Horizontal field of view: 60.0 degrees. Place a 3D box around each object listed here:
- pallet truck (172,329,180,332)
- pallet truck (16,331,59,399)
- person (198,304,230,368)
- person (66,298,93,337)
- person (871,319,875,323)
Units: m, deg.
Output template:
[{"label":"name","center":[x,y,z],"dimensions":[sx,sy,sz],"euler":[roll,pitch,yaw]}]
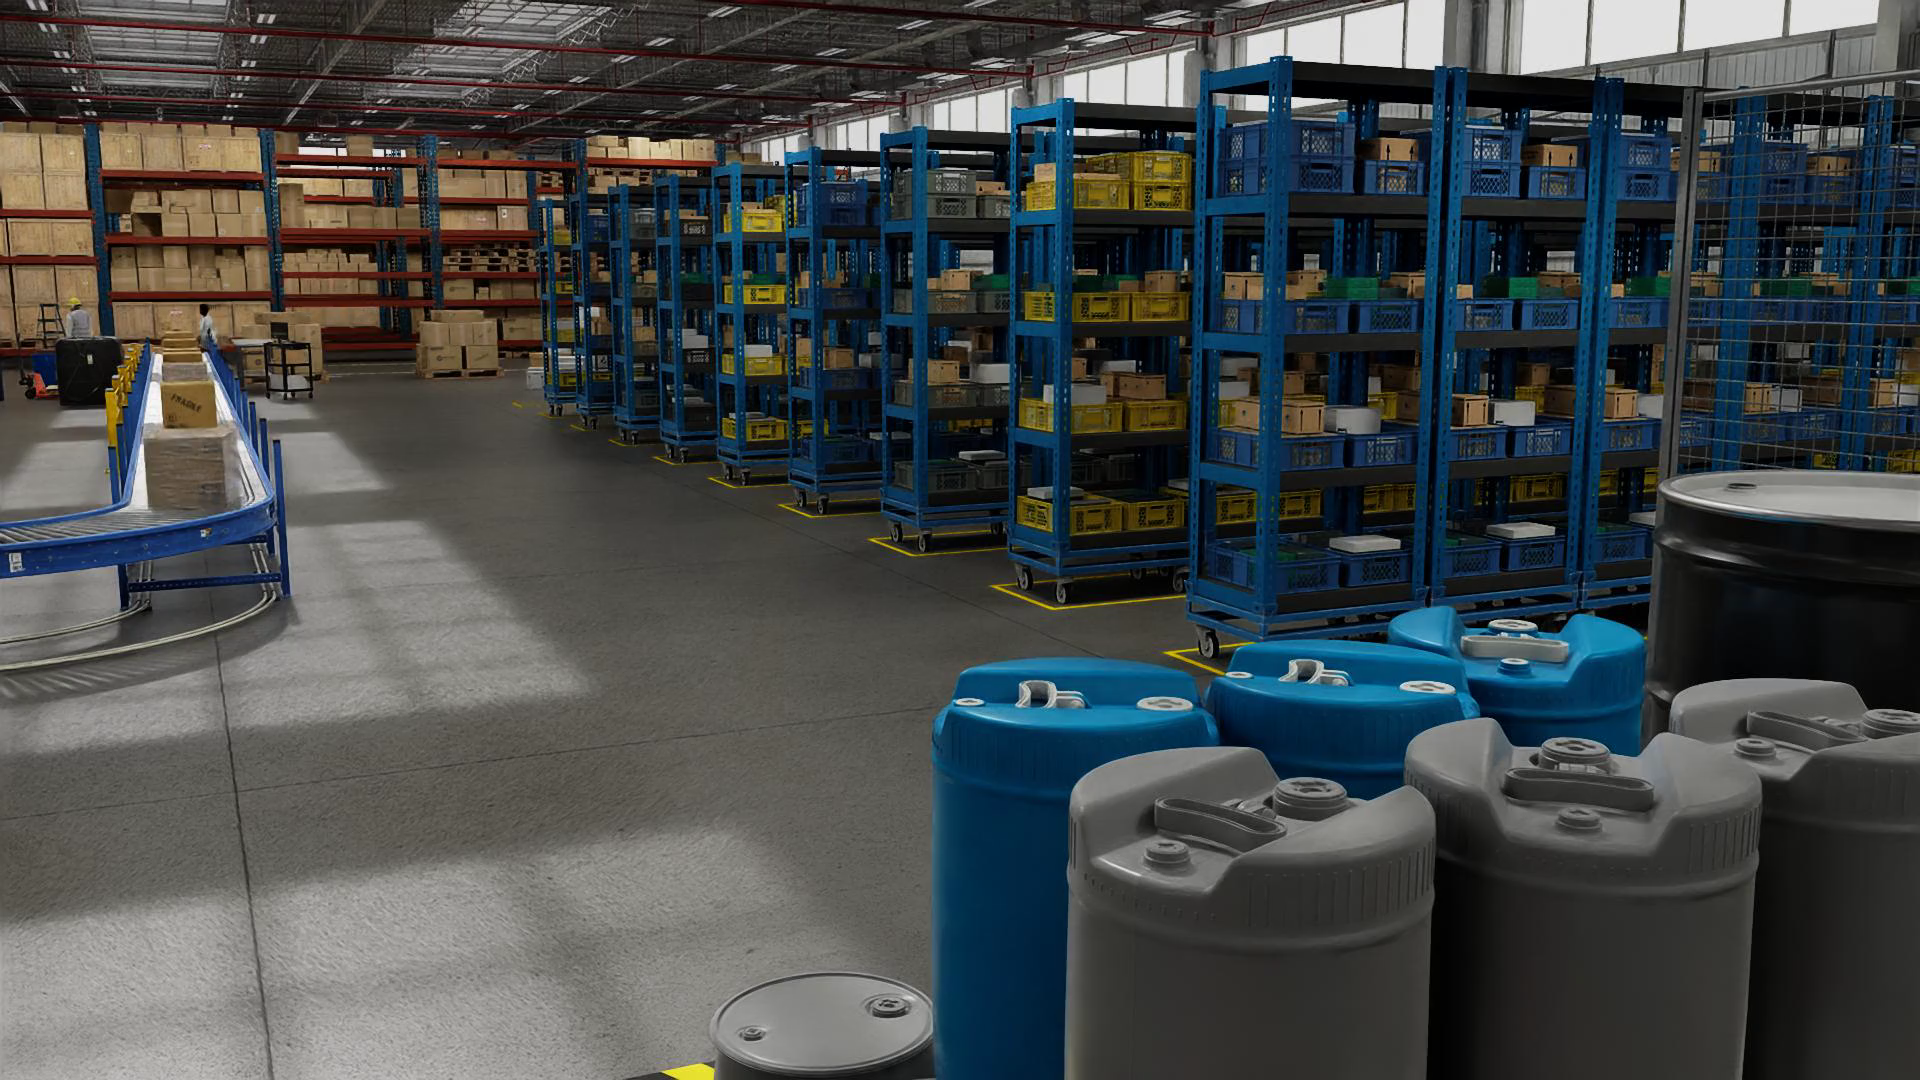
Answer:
[{"label":"pallet truck","center":[-17.275,-3.851,35.096],"dimensions":[1.601,1.201,0.680],"euler":[0,9,1]},{"label":"pallet truck","center":[-17.082,-3.353,31.781],"dimensions":[1.630,1.274,0.653],"euler":[-4,10,-25]},{"label":"person","center":[-18.040,-4.858,40.009],"dimensions":[0.528,1.661,0.842],"euler":[8,12,39]},{"label":"person","center":[-20.210,-4.641,38.167],"dimensions":[0.410,1.823,0.613],"euler":[4,10,25]},{"label":"person","center":[-2.438,-6.689,51.143],"dimensions":[0.541,1.721,0.887],"euler":[-4,10,-26]}]
